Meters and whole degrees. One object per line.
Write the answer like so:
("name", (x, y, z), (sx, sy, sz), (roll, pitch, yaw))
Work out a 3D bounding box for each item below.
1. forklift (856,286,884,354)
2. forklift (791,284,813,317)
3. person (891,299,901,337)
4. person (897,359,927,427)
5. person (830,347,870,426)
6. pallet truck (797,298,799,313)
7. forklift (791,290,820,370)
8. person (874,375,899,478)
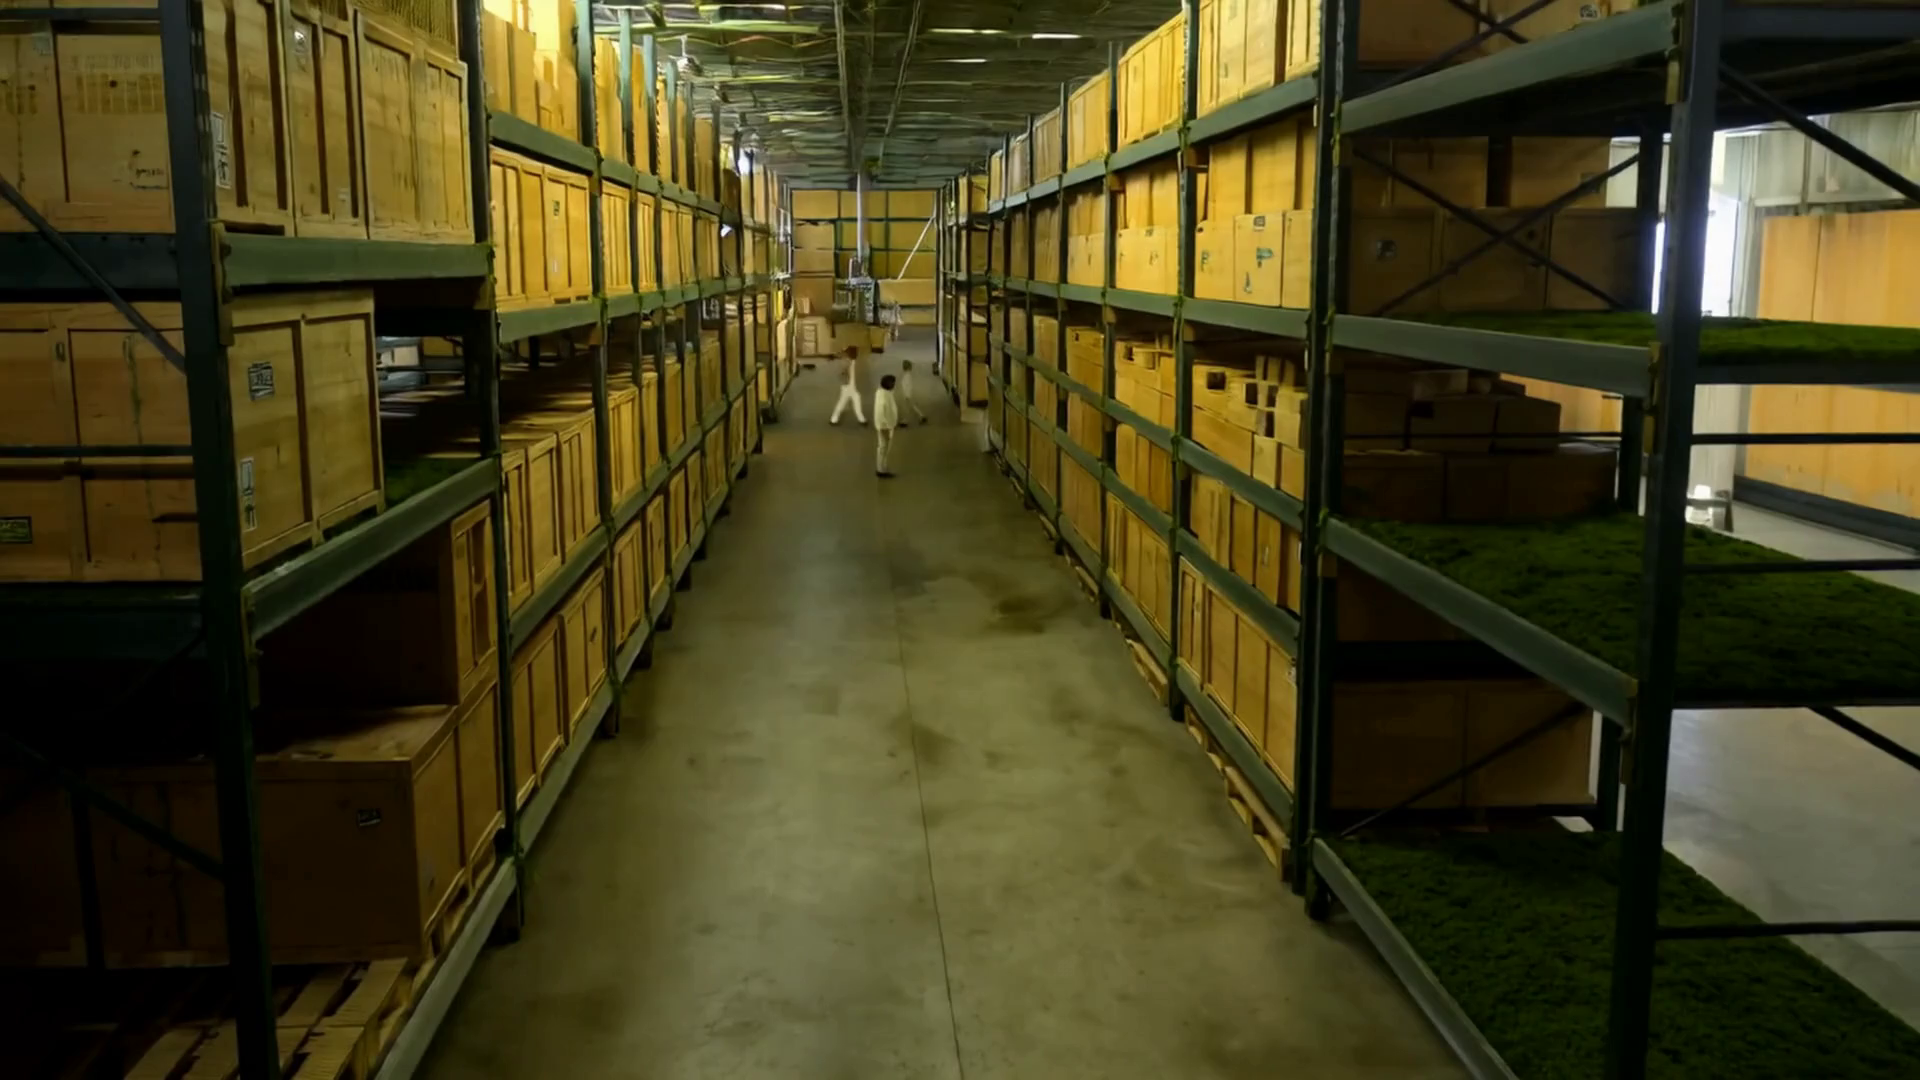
("forklift", (-4.123, -9.110, 68.885), (1.873, 2.768, 1.129), (-1, 10, -3))
("forklift", (-7.163, -10.245, 75.668), (1.129, 2.768, 1.873), (2, 10, 13))
("person", (-3.266, -11.336, 85.028), (0.574, 1.920, 0.455), (2, 10, 13))
("person", (-1.139, -3.415, 38.646), (0.632, 1.609, 0.528), (2, 10, 10))
("person", (-2.632, -3.602, 39.109), (1.051, 1.861, 0.606), (-7, 12, -37))
("pallet truck", (-8.622, -12.439, 91.403), (1.885, 1.965, 0.823), (2, 10, 13))
("forklift", (-5.942, -7.439, 58.902), (1.873, 2.768, 1.129), (-1, 10, -4))
("person", (-1.310, -2.032, 29.751), (0.431, 1.835, 0.621), (-3, 10, -18))
